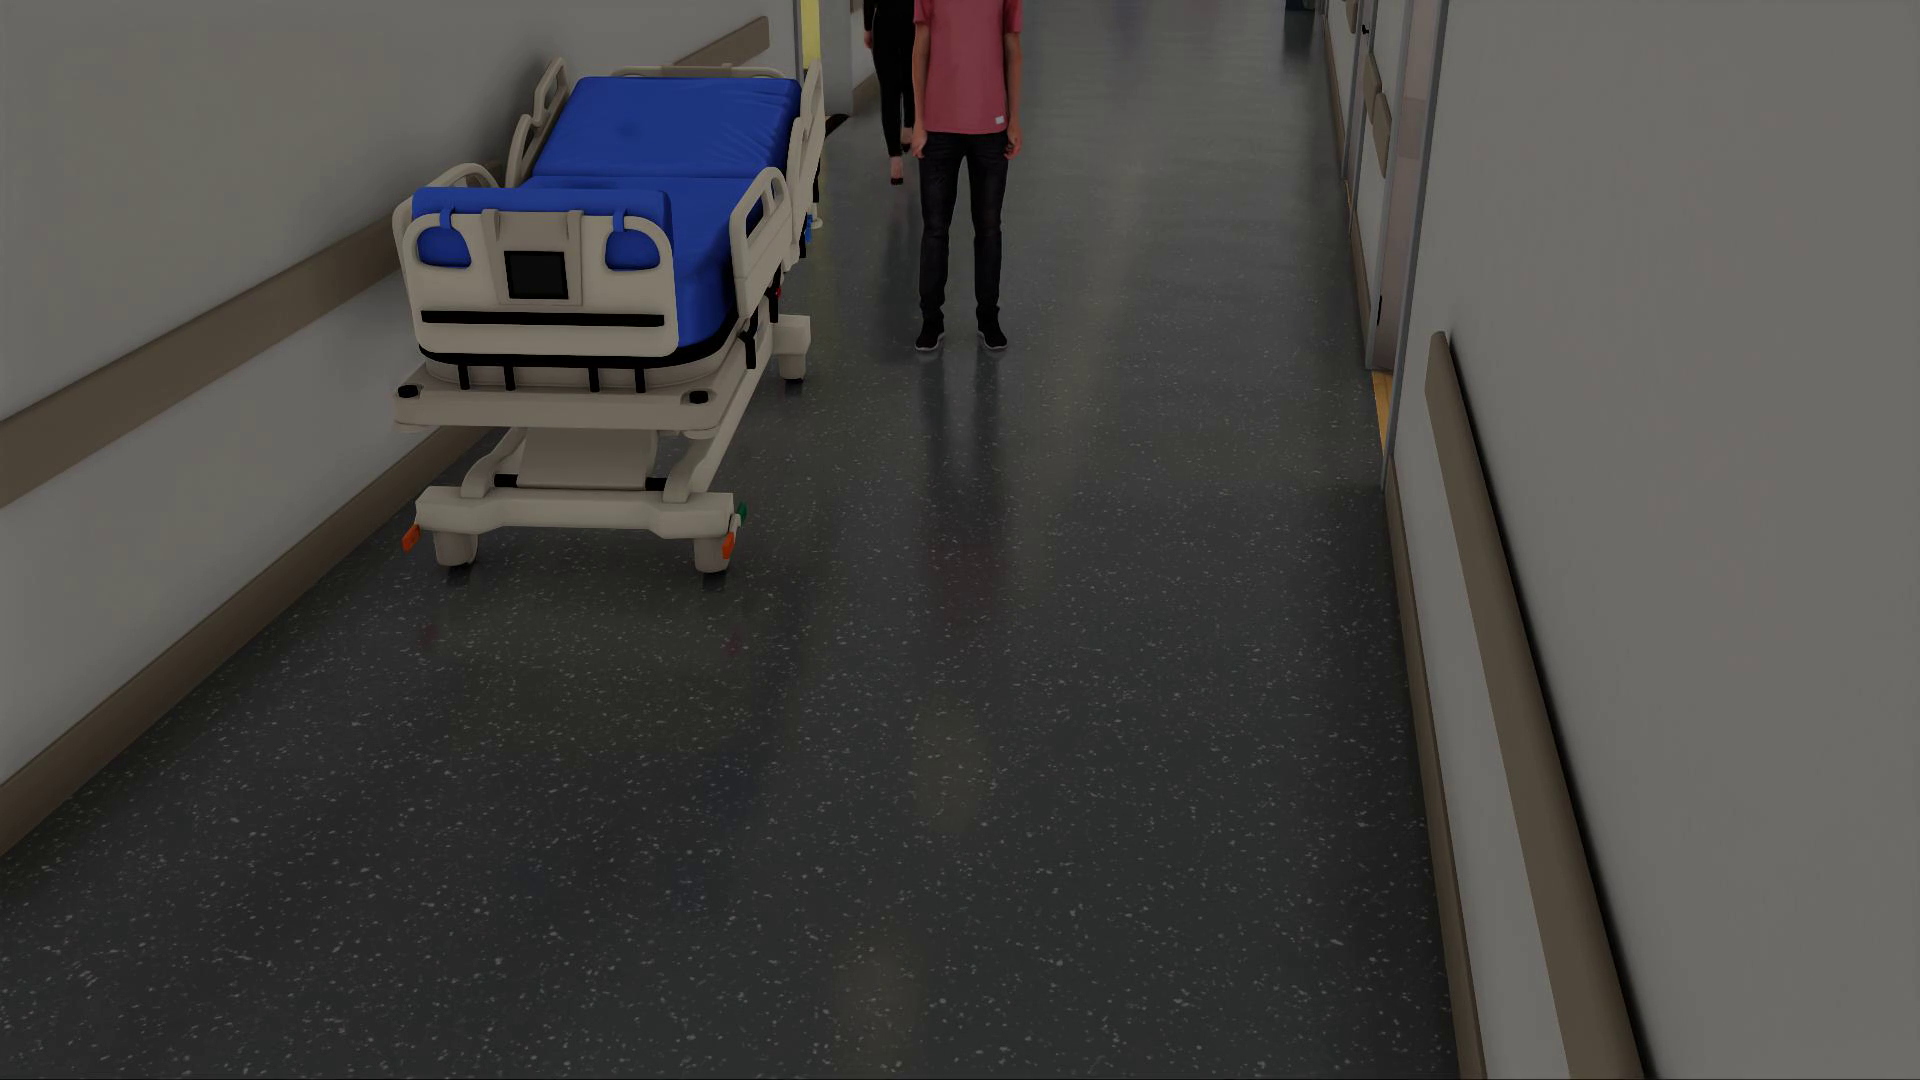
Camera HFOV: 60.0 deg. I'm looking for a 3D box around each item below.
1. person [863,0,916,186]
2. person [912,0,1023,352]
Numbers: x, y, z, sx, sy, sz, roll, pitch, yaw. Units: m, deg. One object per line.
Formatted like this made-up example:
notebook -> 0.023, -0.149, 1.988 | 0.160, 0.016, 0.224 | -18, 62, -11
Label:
person -> -0.364, -3.029, 10.061 | 1.082, 1.670, 0.821 | -1, 26, -2
person -> 0.022, -1.801, 7.175 | 0.567, 1.964, 0.740 | -2, 26, -3
